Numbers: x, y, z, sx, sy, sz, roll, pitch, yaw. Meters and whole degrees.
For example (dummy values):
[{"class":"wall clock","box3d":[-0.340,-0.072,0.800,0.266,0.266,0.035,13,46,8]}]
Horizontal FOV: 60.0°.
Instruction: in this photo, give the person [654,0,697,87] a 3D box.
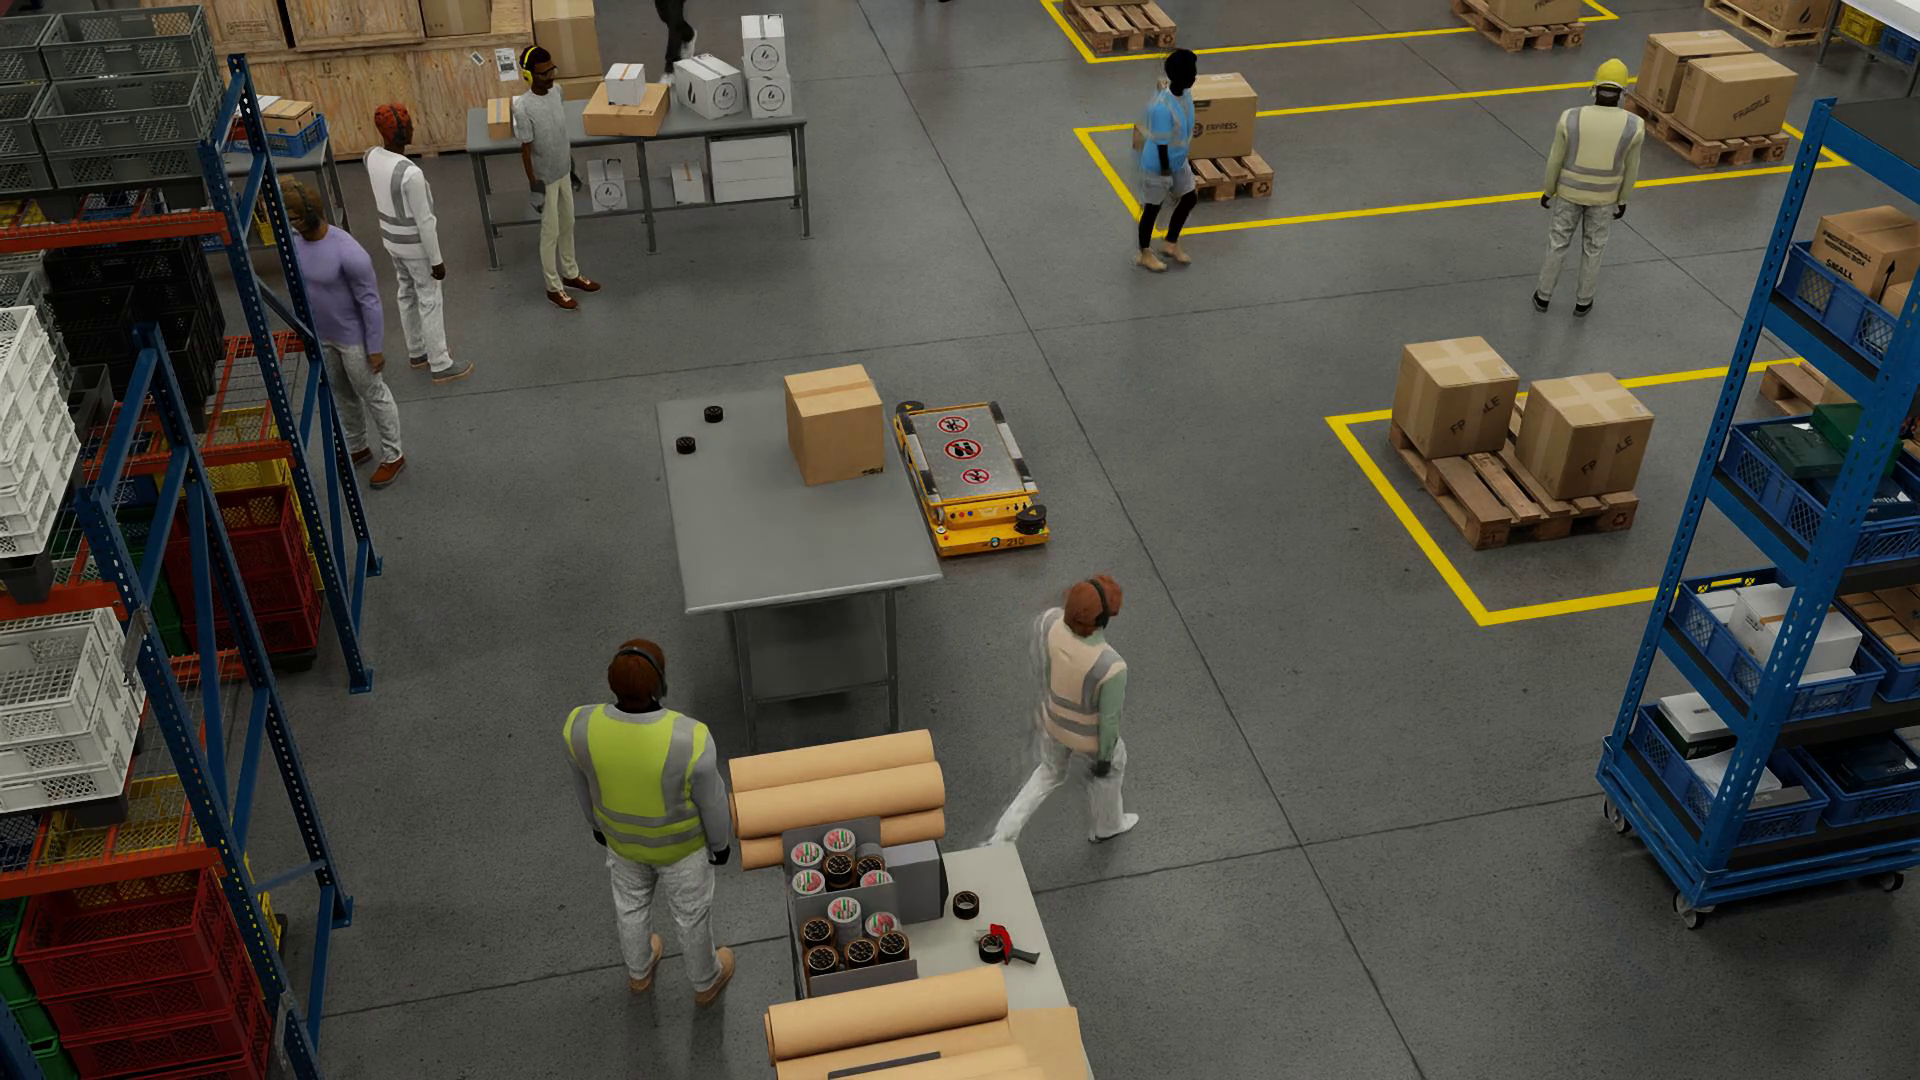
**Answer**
[{"class":"person","box3d":[-2.630,-5.173,15.136,0.599,1.892,0.891,11,38,15]}]

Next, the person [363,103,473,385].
[{"class":"person","box3d":[-3.540,-1.906,10.757,0.579,1.878,0.341,30,46,34]}]

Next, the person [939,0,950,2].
[{"class":"person","box3d":[-0.275,-6.435,16.819,0.643,1.909,0.410,16,39,20]}]

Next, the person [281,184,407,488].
[{"class":"person","box3d":[-3.624,-1.194,9.751,0.629,1.937,0.379,17,40,22]}]

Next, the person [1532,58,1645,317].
[{"class":"person","box3d":[4.326,-2.412,11.480,0.588,1.824,0.403,12,38,16]}]

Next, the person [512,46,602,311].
[{"class":"person","box3d":[-2.826,-2.531,11.602,0.317,1.870,0.531,14,39,18]}]

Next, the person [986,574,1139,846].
[{"class":"person","box3d":[0.490,0.823,7.318,0.755,1.605,0.518,-28,45,-32]}]

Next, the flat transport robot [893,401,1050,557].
[{"class":"flat transport robot","box3d":[0.046,-0.430,10.108,0.652,0.197,1.431,-8,37,-10]}]

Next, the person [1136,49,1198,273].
[{"class":"person","box3d":[1.546,-2.703,11.990,0.502,1.684,0.542,22,42,27]}]

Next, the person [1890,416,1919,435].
[{"class":"person","box3d":[4.256,0.103,7.957,0.376,1.997,0.612,9,38,11]}]

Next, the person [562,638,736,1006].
[{"class":"person","box3d":[-1.210,1.155,6.683,0.629,1.837,0.430,7,37,9]}]
